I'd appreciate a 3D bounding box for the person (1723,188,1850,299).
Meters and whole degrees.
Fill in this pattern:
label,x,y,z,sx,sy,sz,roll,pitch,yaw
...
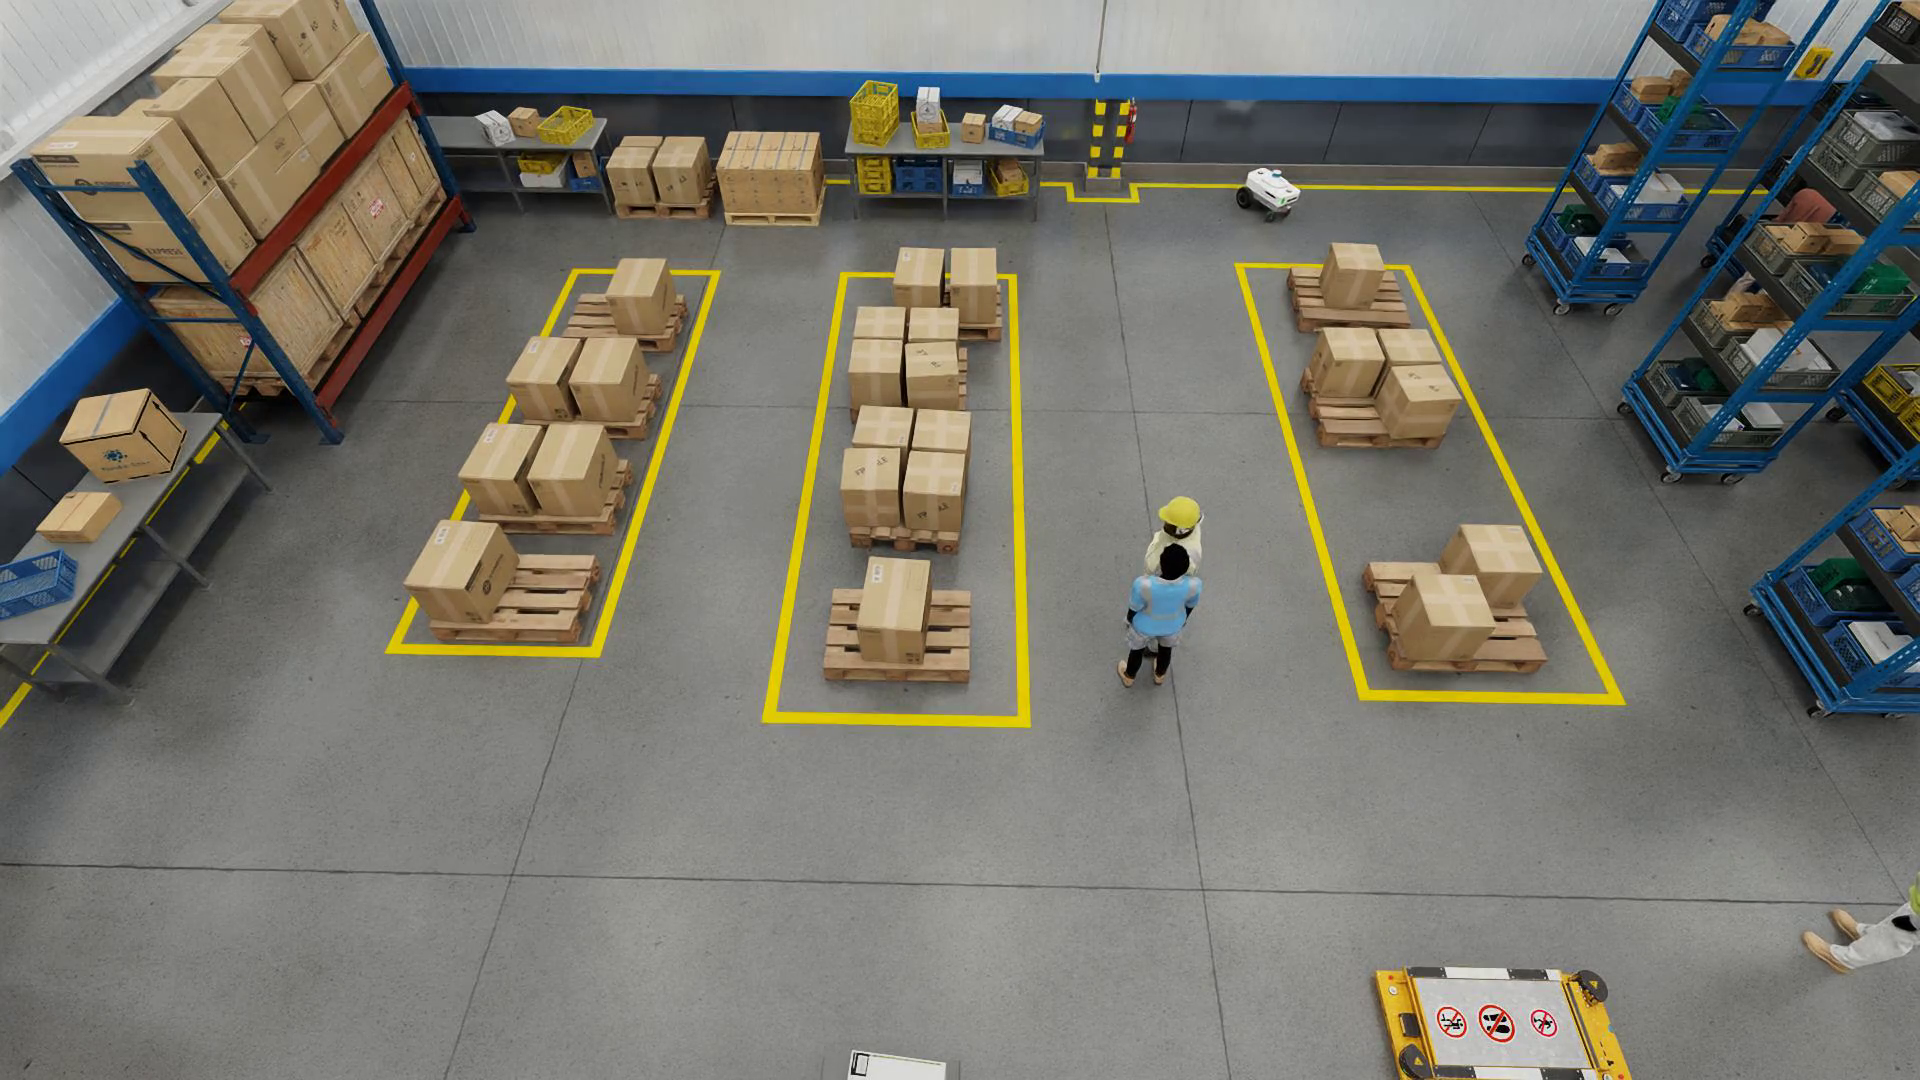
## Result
label,x,y,z,sx,sy,sz,roll,pitch,yaw
person,8.975,-3.115,9.916,0.411,1.980,0.626,-19,53,-15

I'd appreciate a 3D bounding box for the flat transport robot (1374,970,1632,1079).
label,x,y,z,sx,sy,sz,roll,pitch,yaw
flat transport robot,3.501,3.133,5.914,1.431,0.197,0.652,1,51,1

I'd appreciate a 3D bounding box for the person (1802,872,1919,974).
label,x,y,z,sx,sy,sz,roll,pitch,yaw
person,6.065,2.237,5.642,0.619,1.839,0.430,-19,53,-15

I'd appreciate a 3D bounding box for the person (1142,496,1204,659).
label,x,y,z,sx,sy,sz,roll,pitch,yaw
person,1.625,0.302,7.221,0.404,1.829,0.600,5,51,4

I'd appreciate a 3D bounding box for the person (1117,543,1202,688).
label,x,y,z,sx,sy,sz,roll,pitch,yaw
person,1.518,0.610,7.054,0.537,1.700,0.318,-2,51,-2

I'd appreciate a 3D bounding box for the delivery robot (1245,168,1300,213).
label,x,y,z,sx,sy,sz,roll,pitch,yaw
delivery robot,4.079,-4.582,11.963,0.477,0.478,0.707,-26,55,-19
